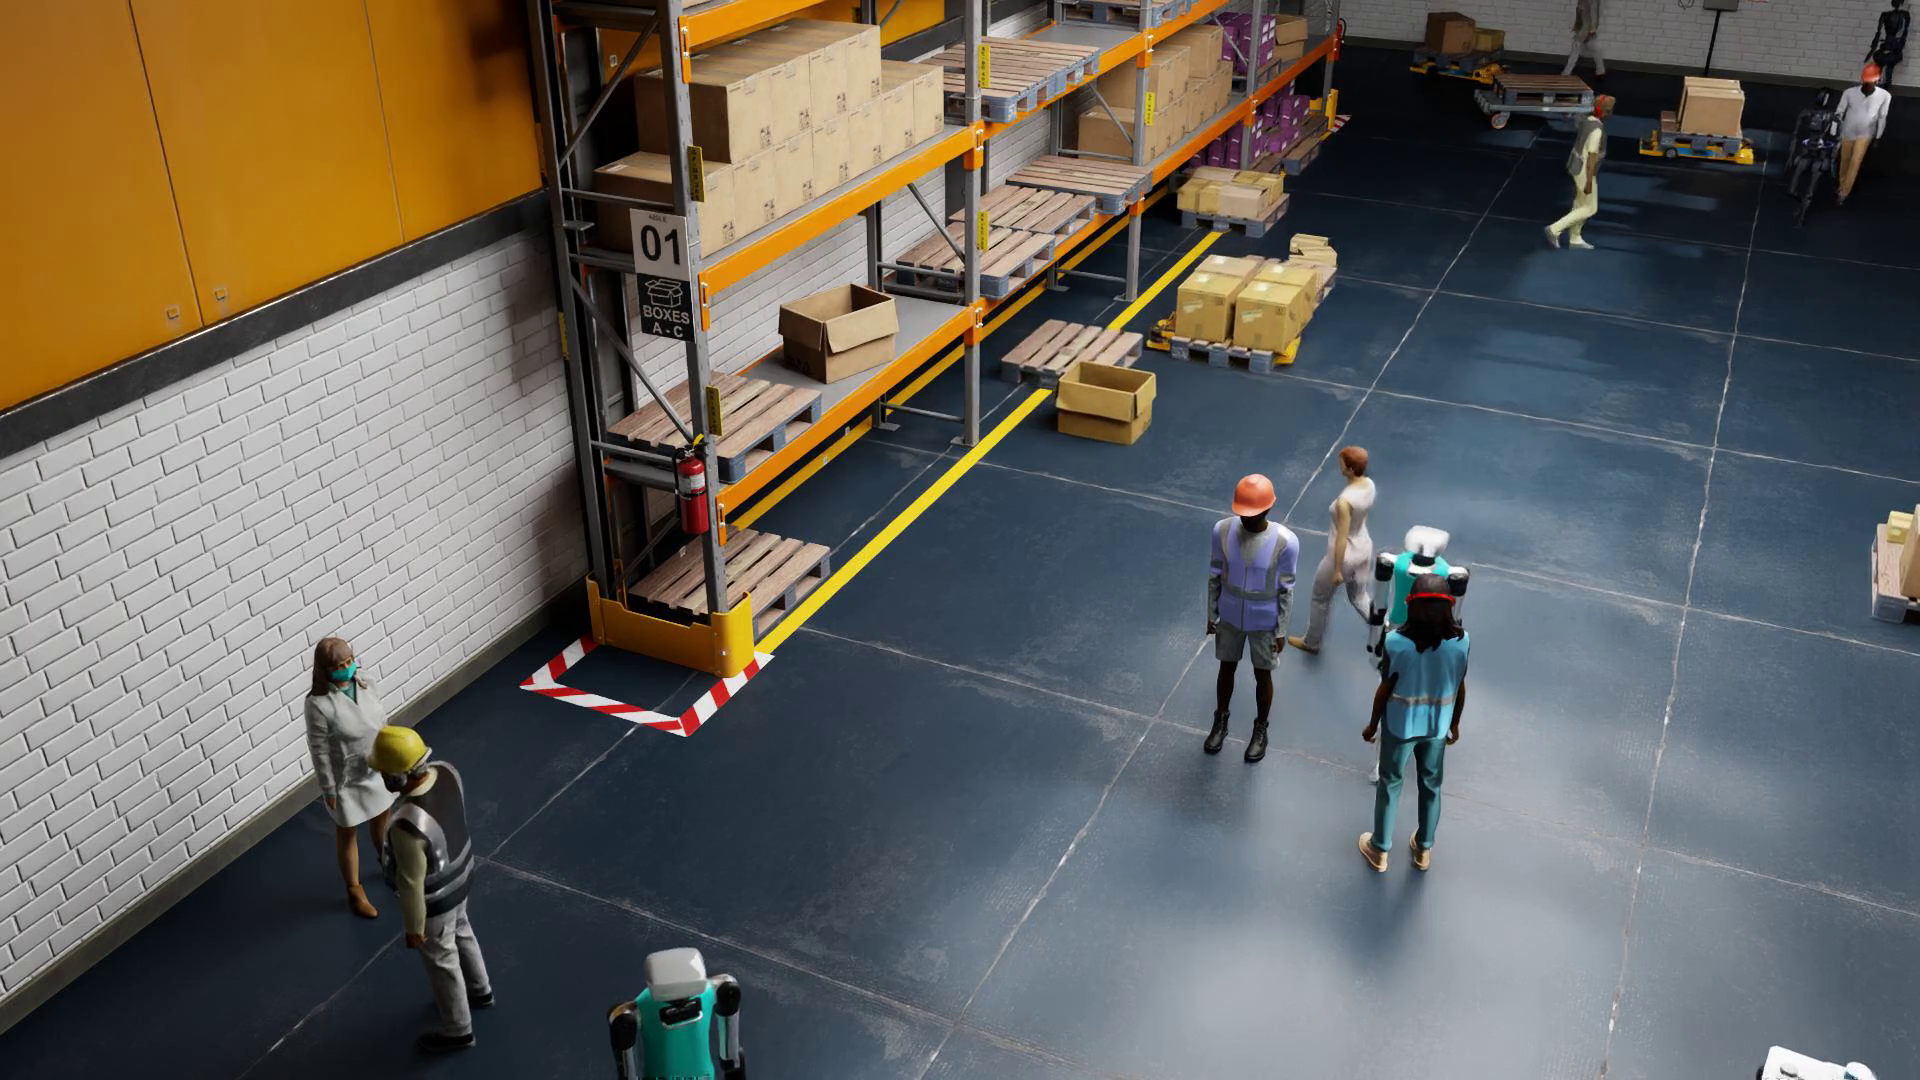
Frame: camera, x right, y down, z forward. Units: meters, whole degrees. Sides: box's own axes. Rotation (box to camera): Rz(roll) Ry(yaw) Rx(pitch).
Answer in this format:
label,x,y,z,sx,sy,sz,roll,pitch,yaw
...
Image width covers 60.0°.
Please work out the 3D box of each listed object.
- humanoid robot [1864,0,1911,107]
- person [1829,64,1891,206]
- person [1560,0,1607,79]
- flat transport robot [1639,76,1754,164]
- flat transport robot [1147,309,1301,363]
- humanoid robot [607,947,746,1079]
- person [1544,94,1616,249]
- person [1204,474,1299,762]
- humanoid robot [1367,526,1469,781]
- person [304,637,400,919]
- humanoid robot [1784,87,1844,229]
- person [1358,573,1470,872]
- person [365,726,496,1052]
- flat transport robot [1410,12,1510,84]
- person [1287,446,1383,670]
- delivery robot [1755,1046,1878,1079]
label,x,y,z,sx,sy,sz,roll,pitch,yaw
humanoid robot,13.819,-7.302,24.771,0.611,1.655,0.307,-7,29,-13
person,11.099,-5.050,20.582,0.576,1.694,0.914,19,34,31
person,9.912,-8.125,26.214,0.903,1.785,0.545,1,28,2
flat transport robot,10.027,-5.352,22.651,1.431,0.231,0.659,10,30,18
flat transport robot,2.620,-2.014,16.463,1.431,0.231,0.659,8,29,15
humanoid robot,-1.013,2.534,6.609,0.548,1.906,0.715,-14,31,-24
person,7.011,-4.122,18.731,0.533,1.824,0.601,4,29,7
person,1.743,0.471,10.110,0.540,1.931,0.382,13,31,23
humanoid robot,2.765,0.587,10.083,0.532,1.734,0.960,11,30,20
person,-3.227,1.256,8.932,0.337,1.660,0.483,16,32,27
humanoid robot,10.122,-4.531,19.655,0.431,1.646,0.598,-24,36,-37
person,2.502,1.024,9.143,0.527,1.870,0.390,0,28,0
person,-2.545,1.668,8.001,0.404,1.821,0.603,2,28,4
flat transport robot,8.064,-7.601,26.823,1.431,0.231,0.659,22,35,35
person,2.623,0.122,11.061,0.763,1.630,0.451,25,37,38
delivery robot,3.988,2.630,7.570,0.812,0.614,0.499,16,32,27
